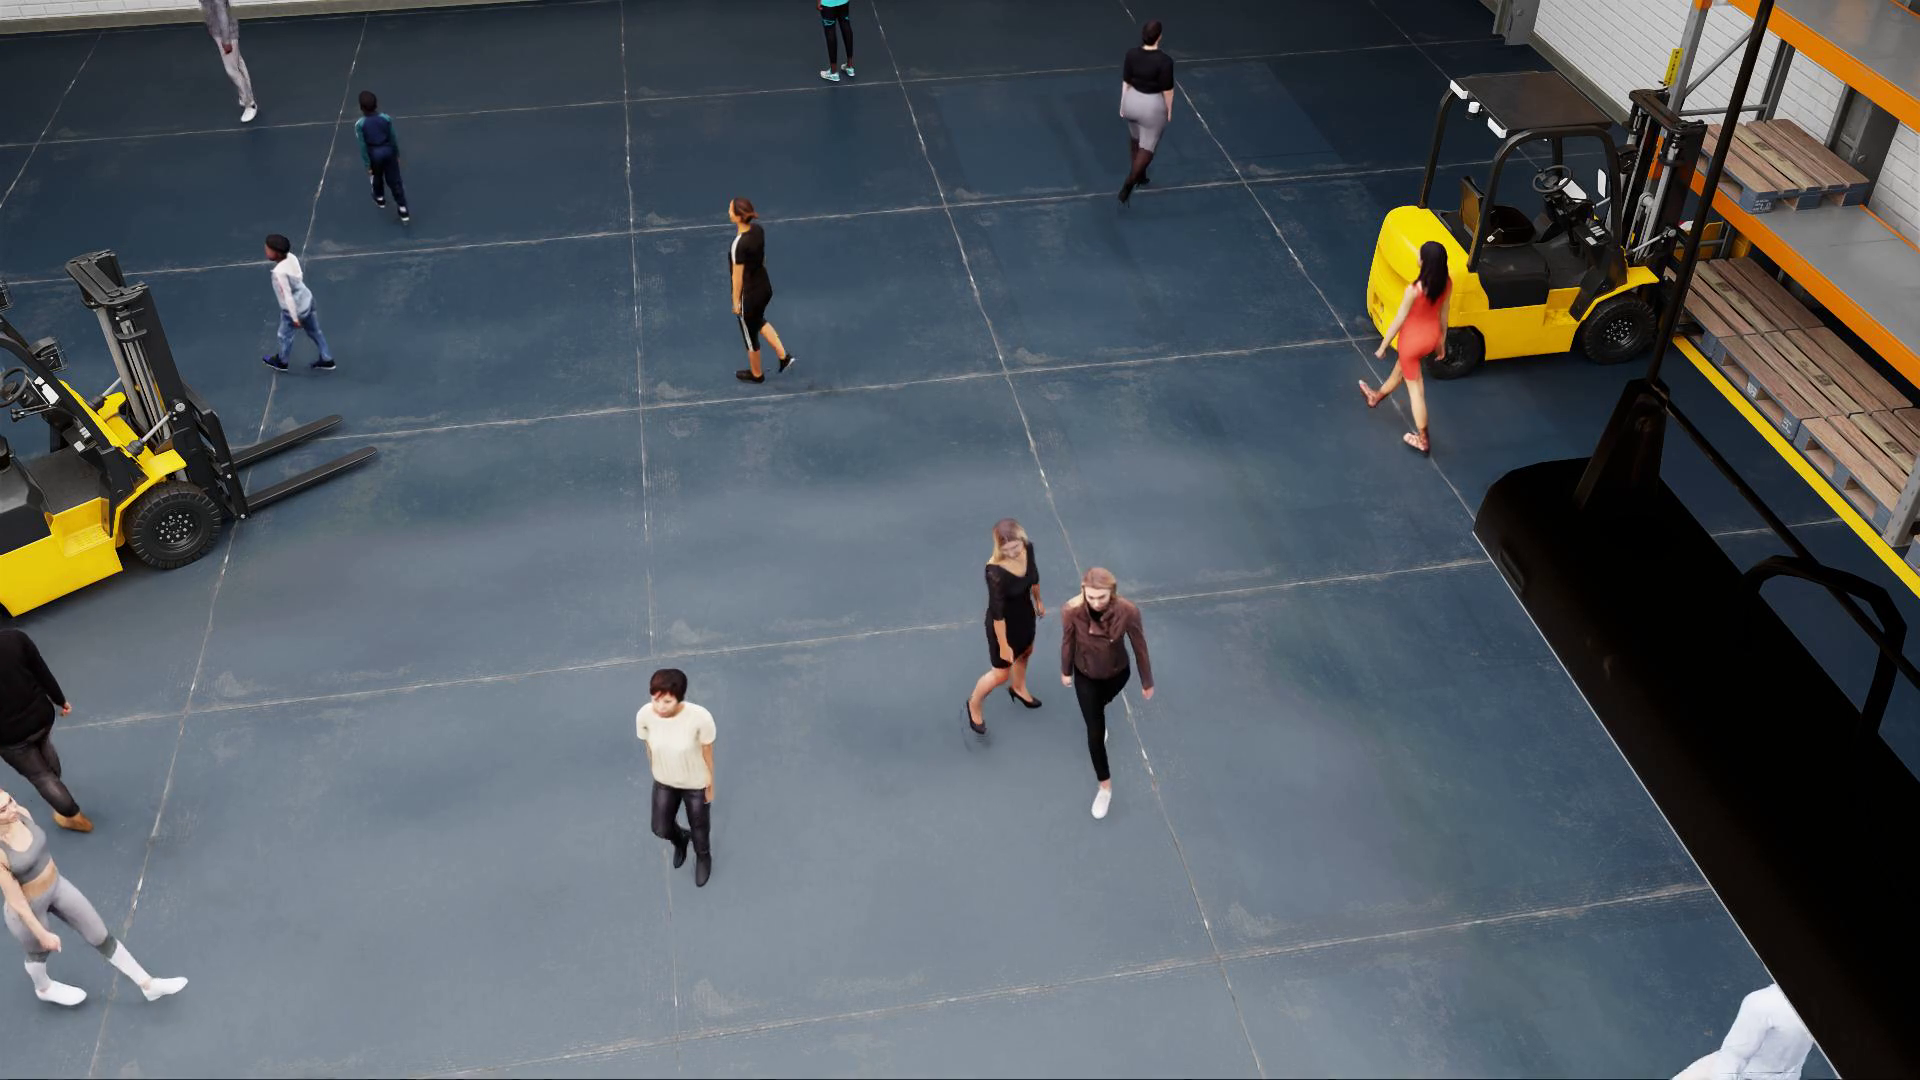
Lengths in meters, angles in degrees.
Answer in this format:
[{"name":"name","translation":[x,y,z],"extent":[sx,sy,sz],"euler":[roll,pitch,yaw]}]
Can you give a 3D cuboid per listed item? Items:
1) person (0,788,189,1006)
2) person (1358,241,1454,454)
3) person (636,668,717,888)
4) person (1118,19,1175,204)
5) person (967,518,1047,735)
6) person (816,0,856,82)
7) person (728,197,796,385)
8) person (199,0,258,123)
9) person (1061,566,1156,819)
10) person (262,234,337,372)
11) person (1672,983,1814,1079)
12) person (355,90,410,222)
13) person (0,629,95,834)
[{"name":"person","translation":[-4.725,1.843,8.389],"extent":[0.829,1.662,1.066],"euler":[3,39,3]},{"name":"person","translation":[3.471,-1.399,12.442],"extent":[0.892,1.669,1.186],"euler":[-21,43,-24]},{"name":"person","translation":[-1.511,1.268,9.175],"extent":[0.661,1.580,0.655],"euler":[4,39,4]},{"name":"person","translation":[1.701,-3.976,15.619],"extent":[1.101,1.732,1.178],"euler":[22,44,25]},{"name":"person","translation":[0.273,0.514,10.056],"extent":[0.810,1.659,0.742],"euler":[13,40,16]},{"name":"person","translation":[-1.346,-5.865,17.921],"extent":[0.692,1.811,0.685],"euler":[-27,46,-30]},{"name":"person","translation":[-1.571,-1.940,13.129],"extent":[0.859,1.658,0.820],"euler":[16,41,19]},{"name":"person","translation":[-7.568,-5.256,17.157],"extent":[0.937,1.812,0.628],"euler":[-10,40,-12]},{"name":"person","translation":[0.827,0.737,9.782],"extent":[0.860,1.652,1.186],"euler":[-1,39,-2]},{"name":"person","translation":[-5.306,-1.894,13.409],"extent":[0.718,1.236,0.787],"euler":[7,39,9]},{"name":"person","translation":[3.619,2.443,7.463],"extent":[0.716,1.880,0.749],"euler":[-13,40,-15]},{"name":"person","translation":[-5.372,-3.558,15.501],"extent":[0.700,1.226,0.931],"euler":[-21,43,-24]},{"name":"person","translation":[-5.265,1.023,9.379],"extent":[0.980,1.708,0.937],"euler":[17,42,20]}]
